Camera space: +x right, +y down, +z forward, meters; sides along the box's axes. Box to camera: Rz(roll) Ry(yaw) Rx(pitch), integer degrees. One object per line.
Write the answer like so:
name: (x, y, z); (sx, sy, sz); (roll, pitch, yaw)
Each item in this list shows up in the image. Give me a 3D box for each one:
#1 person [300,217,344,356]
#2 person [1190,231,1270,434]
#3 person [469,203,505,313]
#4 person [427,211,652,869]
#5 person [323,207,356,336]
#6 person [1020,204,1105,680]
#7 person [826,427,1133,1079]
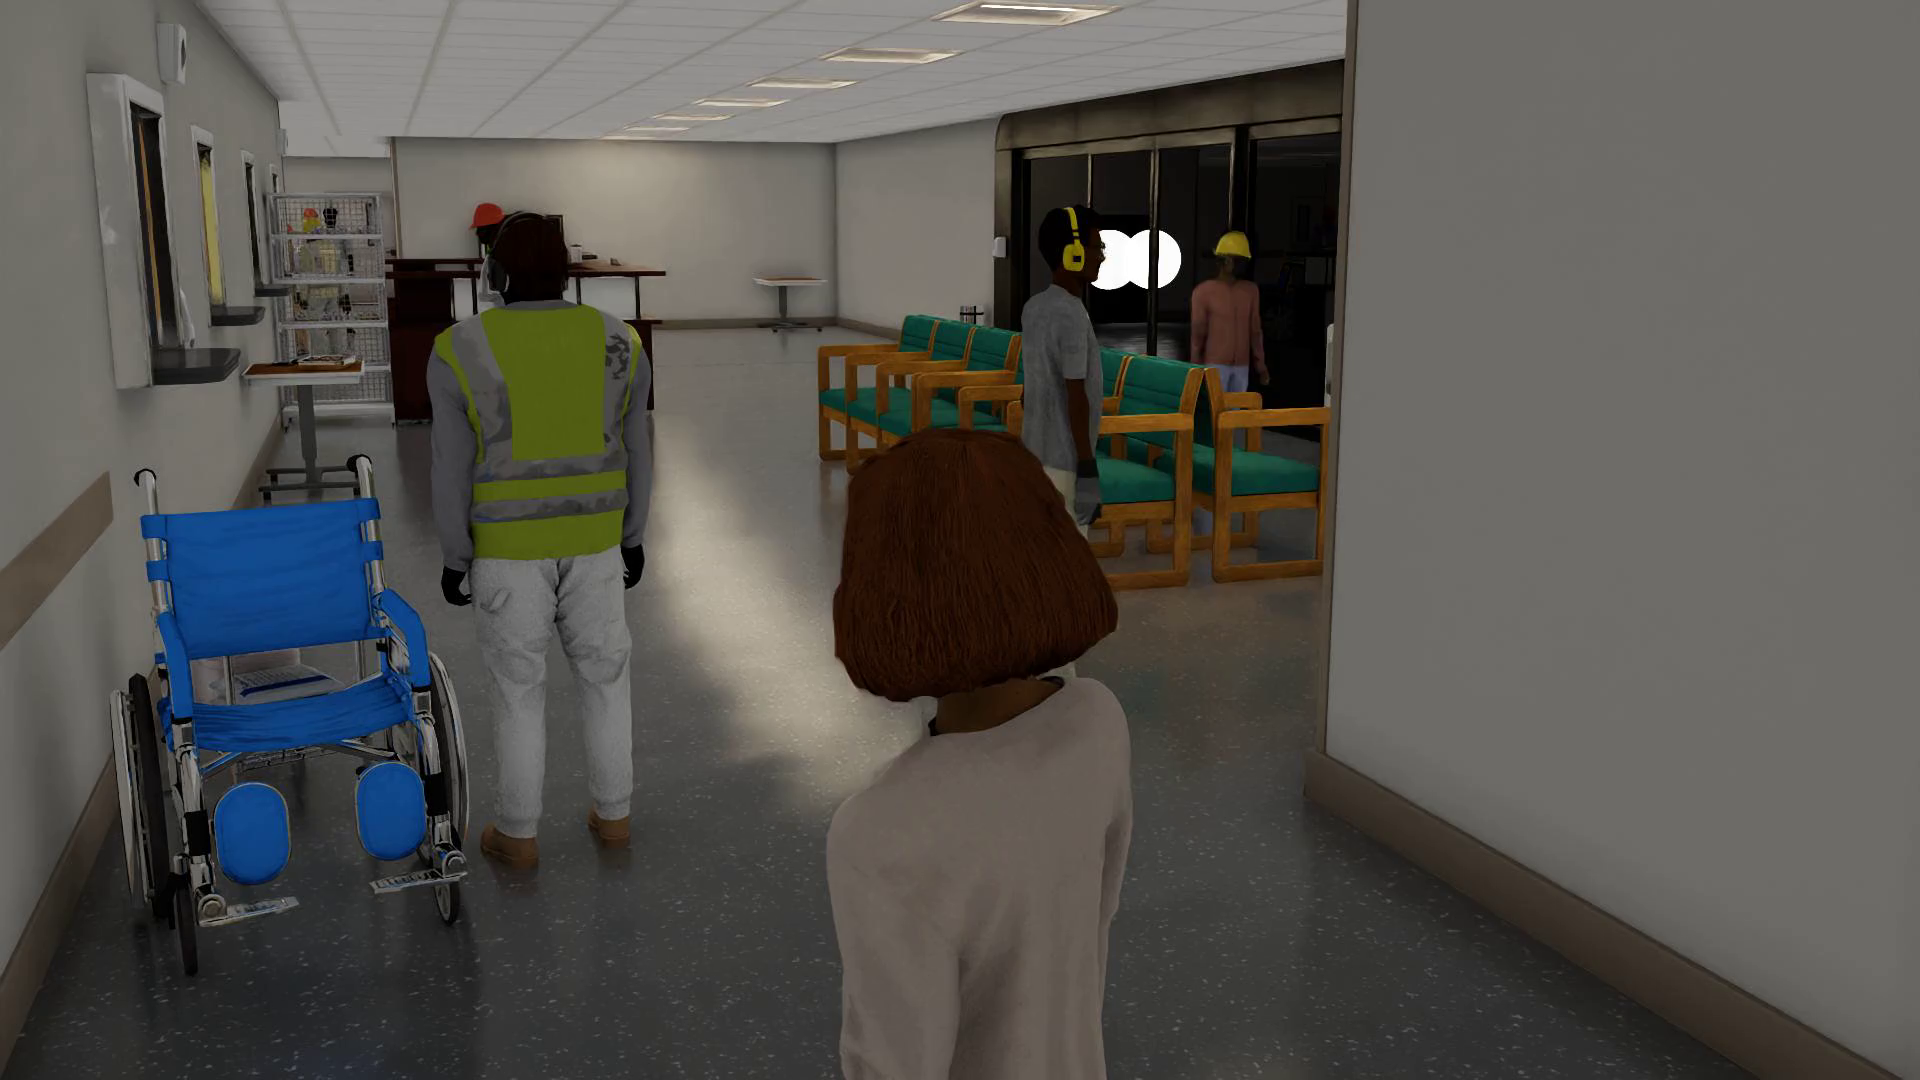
person: (-7.649, -2.947, 19.938); (0.417, 1.819, 0.618); (4, 12, 22)
person: (1.771, -1.170, 11.081); (0.521, 1.779, 0.507); (-6, 12, -27)
person: (-3.736, -1.736, 13.429); (0.361, 1.935, 0.544); (-2, 11, -11)
person: (-1.178, 0.009, 4.709); (0.627, 1.846, 0.429); (-7, 13, -31)
person: (-9.608, -4.114, 25.544); (0.600, 1.967, 0.369); (-3, 11, -15)
person: (0.385, -0.259, 6.021); (0.327, 1.869, 0.518); (-4, 12, -18)
person: (0.014, 0.696, 1.721); (0.289, 1.633, 0.499); (6, 12, 28)
